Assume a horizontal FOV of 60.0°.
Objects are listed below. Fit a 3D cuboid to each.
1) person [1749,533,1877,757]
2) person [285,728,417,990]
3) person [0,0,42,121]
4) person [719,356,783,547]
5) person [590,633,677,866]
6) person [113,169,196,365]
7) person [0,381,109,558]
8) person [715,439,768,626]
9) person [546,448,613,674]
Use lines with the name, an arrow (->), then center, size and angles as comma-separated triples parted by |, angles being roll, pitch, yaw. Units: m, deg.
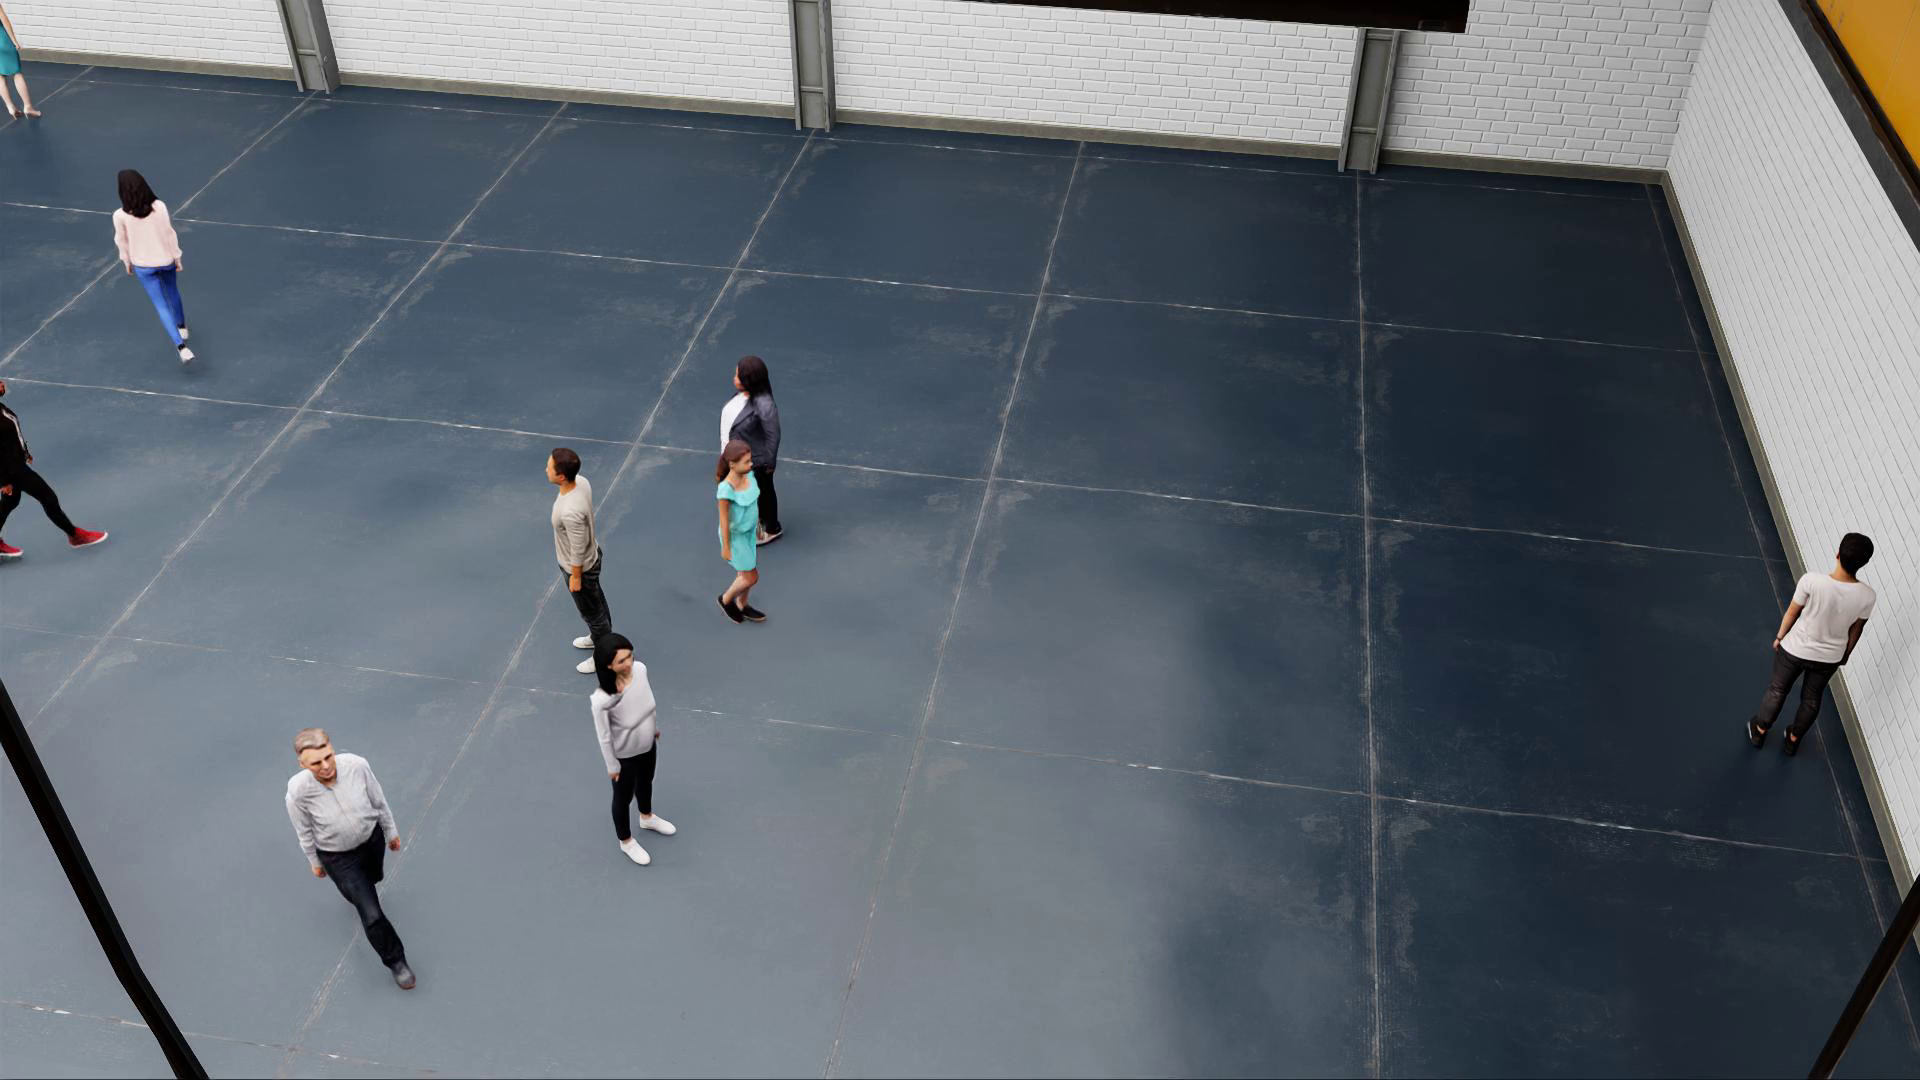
person -> 5.475, 0.675, 10.673 | 0.506, 1.718, 0.698 | 11, 40, 14
person -> -3.453, 1.671, 9.374 | 1.118, 1.784, 1.253 | -30, 47, -32
person -> -10.648, -5.480, 18.406 | 0.471, 1.686, 0.654 | 0, 39, 0
person -> -1.539, -0.685, 12.473 | 0.850, 1.597, 0.801 | -20, 43, -23
person -> -1.992, 1.220, 10.006 | 0.661, 1.700, 0.682 | 19, 43, 23
person -> -6.962, -2.331, 14.428 | 1.136, 1.731, 1.167 | -22, 44, -25
person -> -7.068, -0.518, 12.233 | 1.167, 1.636, 0.994 | -15, 41, -18
person -> -1.613, -0.071, 11.742 | 0.648, 1.551, 0.610 | 17, 42, 20
person -> -2.560, 0.124, 11.289 | 0.674, 1.812, 0.715 | -6, 39, -8
